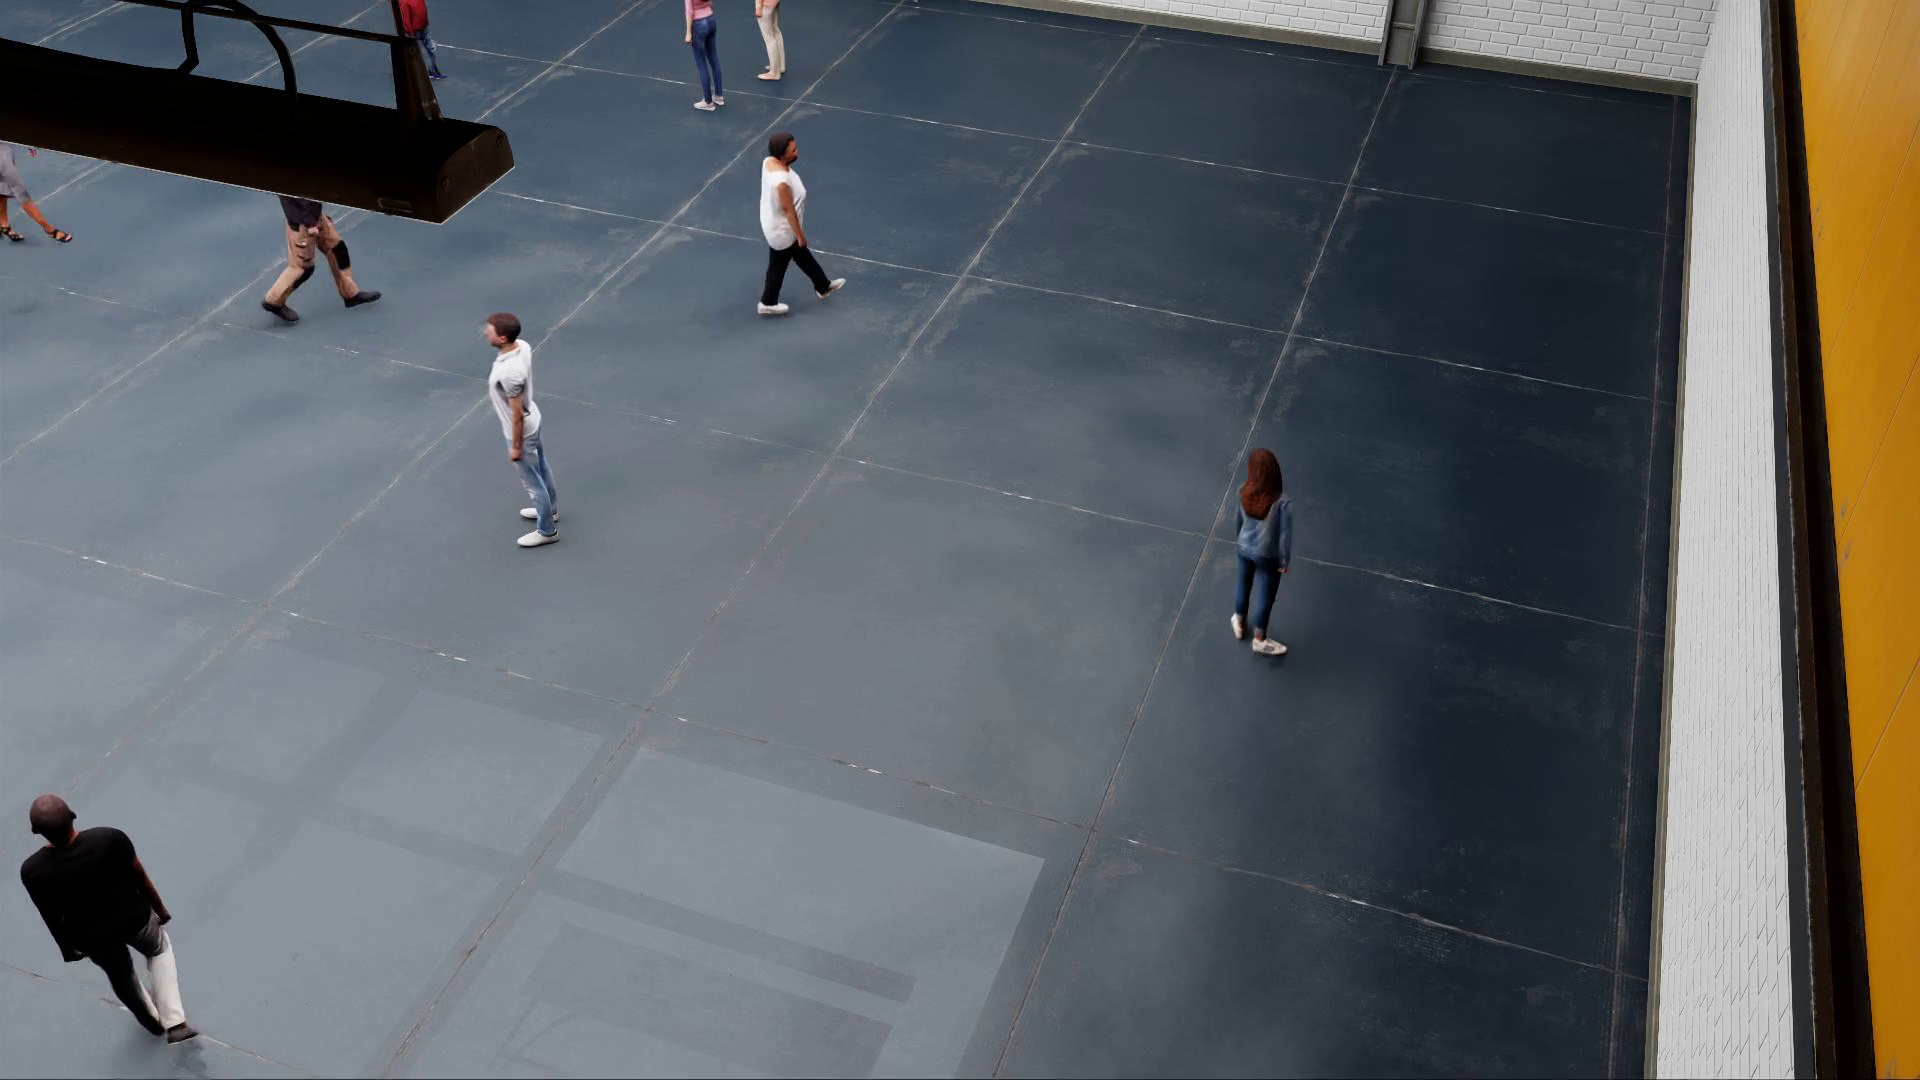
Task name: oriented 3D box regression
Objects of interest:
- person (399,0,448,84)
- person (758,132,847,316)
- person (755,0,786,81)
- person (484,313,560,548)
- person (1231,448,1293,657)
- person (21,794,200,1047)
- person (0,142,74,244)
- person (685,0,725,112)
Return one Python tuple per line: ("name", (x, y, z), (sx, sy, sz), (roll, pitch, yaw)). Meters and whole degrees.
("person", (-5.985, -5.588, 18.133), (0.544, 1.246, 0.517), (13, 40, 16))
("person", (-1.556, -2.655, 14.134), (1.159, 1.653, 1.013), (-9, 39, -10))
("person", (-2.103, -5.882, 18.118), (0.544, 1.724, 0.621), (9, 39, 11))
("person", (-3.054, -0.791, 11.640), (0.691, 1.852, 0.720), (-3, 39, -3))
("person", (1.965, 0.099, 10.841), (0.821, 1.460, 0.607), (-26, 45, -28))
("person", (-4.187, 1.961, 8.242), (0.921, 1.794, 0.999), (-20, 43, -24))
("person", (-8.809, -3.473, 15.082), (1.078, 1.749, 0.776), (3, 39, 4))
("person", (-2.718, -5.395, 17.493), (0.568, 1.742, 0.615), (22, 44, 25))
